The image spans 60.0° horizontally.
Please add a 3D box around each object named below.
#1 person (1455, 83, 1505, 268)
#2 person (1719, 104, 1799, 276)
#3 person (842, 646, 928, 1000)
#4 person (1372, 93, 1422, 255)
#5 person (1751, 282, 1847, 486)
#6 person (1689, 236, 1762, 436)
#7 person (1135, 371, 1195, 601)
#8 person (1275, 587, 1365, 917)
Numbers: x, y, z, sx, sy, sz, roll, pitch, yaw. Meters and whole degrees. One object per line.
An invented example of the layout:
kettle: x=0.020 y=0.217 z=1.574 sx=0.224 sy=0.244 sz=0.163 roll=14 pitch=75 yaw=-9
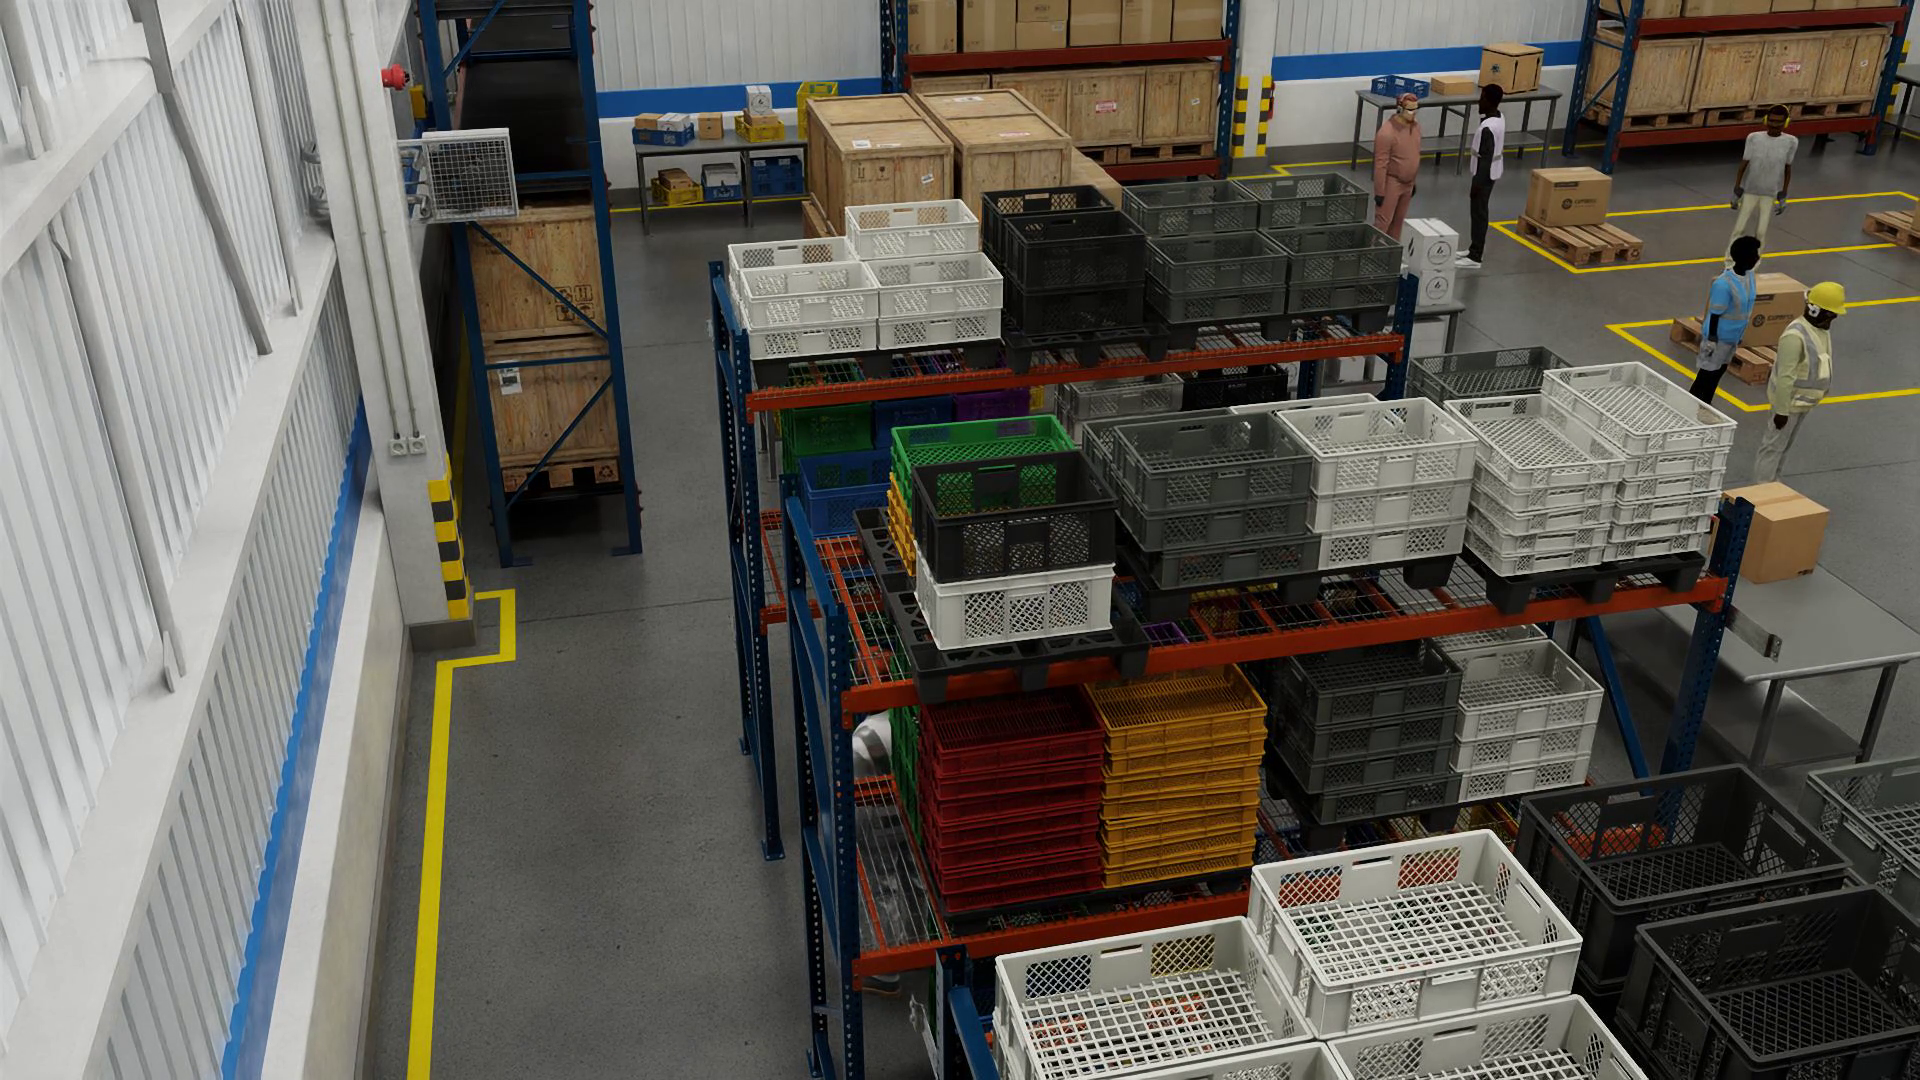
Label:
person: x=5.520 y=-3.838 z=17.545 sx=0.383 sy=1.918 sz=0.597 roll=11 pitch=30 yaw=19
person: x=8.191 y=-3.532 z=17.025 sx=0.530 sy=1.861 sz=0.313 roll=11 pitch=30 yaw=20
person: x=-0.347 y=1.321 z=7.794 sx=0.353 sy=1.883 sz=0.573 roll=19 pitch=33 yaw=32
person: x=4.548 y=-3.696 z=17.300 sx=0.641 sy=1.900 sz=0.404 roll=-23 pitch=35 yaw=-36
person: x=6.208 y=-1.045 z=12.346 sx=0.403 sy=1.823 sz=0.588 roll=23 pitch=36 yaw=37
person: x=6.294 y=-1.685 z=13.693 sx=0.540 sy=1.695 sz=0.317 roll=-22 pitch=35 yaw=-35
person: x=1.368 y=-0.283 z=10.882 sx=0.429 sy=1.843 sz=0.628 roll=-18 pitch=33 yaw=-31
person: x=1.827 y=1.084 z=8.196 sx=0.626 sy=1.932 sz=0.364 roll=12 pitch=30 yaw=22
